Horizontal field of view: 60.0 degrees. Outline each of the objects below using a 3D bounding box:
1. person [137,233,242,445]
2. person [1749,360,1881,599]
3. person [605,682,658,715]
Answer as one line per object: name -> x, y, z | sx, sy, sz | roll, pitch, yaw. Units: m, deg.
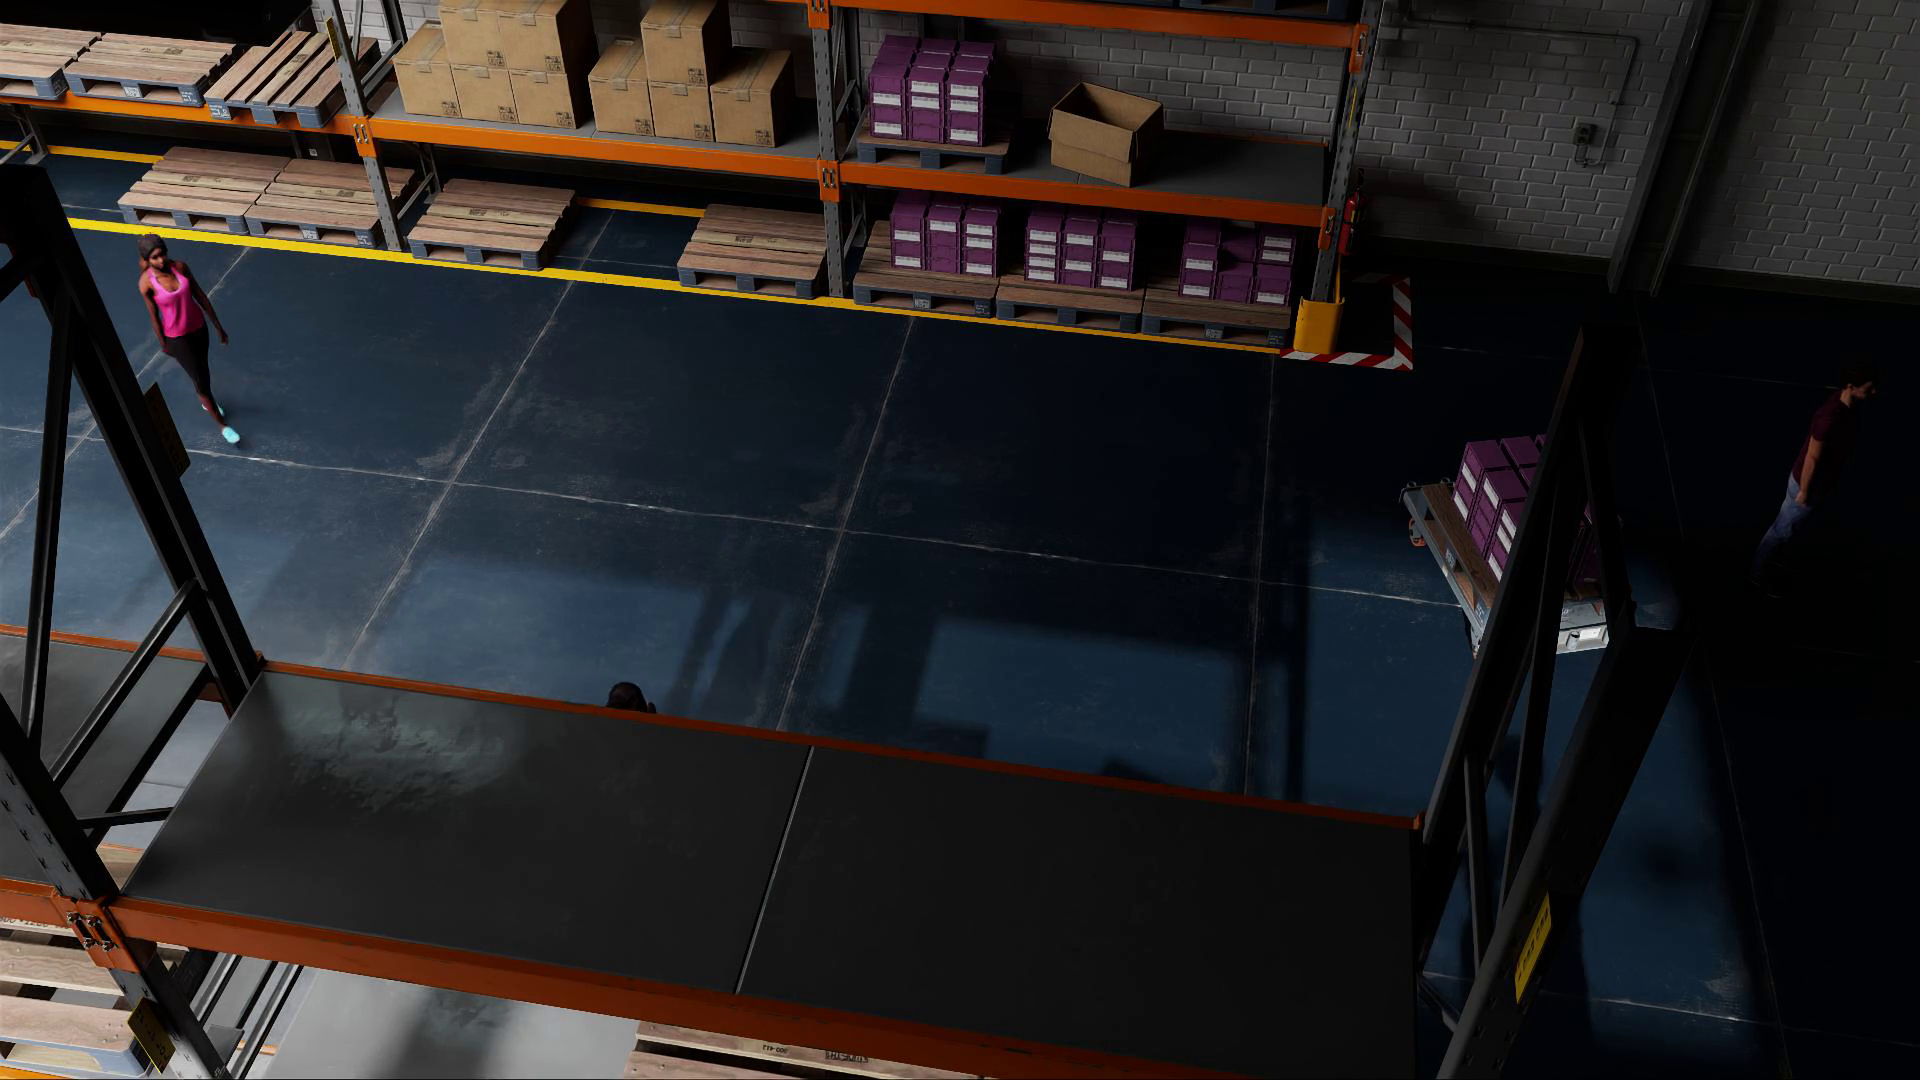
person -> -5.827, -1.587, 12.437 | 1.016, 1.698, 0.828 | 28, 50, 26
person -> 5.718, -0.447, 11.127 | 0.741, 1.855, 0.744 | 30, 51, 28
person -> -1.858, 1.386, 9.310 | 1.228, 1.707, 0.876 | 22, 48, 21
